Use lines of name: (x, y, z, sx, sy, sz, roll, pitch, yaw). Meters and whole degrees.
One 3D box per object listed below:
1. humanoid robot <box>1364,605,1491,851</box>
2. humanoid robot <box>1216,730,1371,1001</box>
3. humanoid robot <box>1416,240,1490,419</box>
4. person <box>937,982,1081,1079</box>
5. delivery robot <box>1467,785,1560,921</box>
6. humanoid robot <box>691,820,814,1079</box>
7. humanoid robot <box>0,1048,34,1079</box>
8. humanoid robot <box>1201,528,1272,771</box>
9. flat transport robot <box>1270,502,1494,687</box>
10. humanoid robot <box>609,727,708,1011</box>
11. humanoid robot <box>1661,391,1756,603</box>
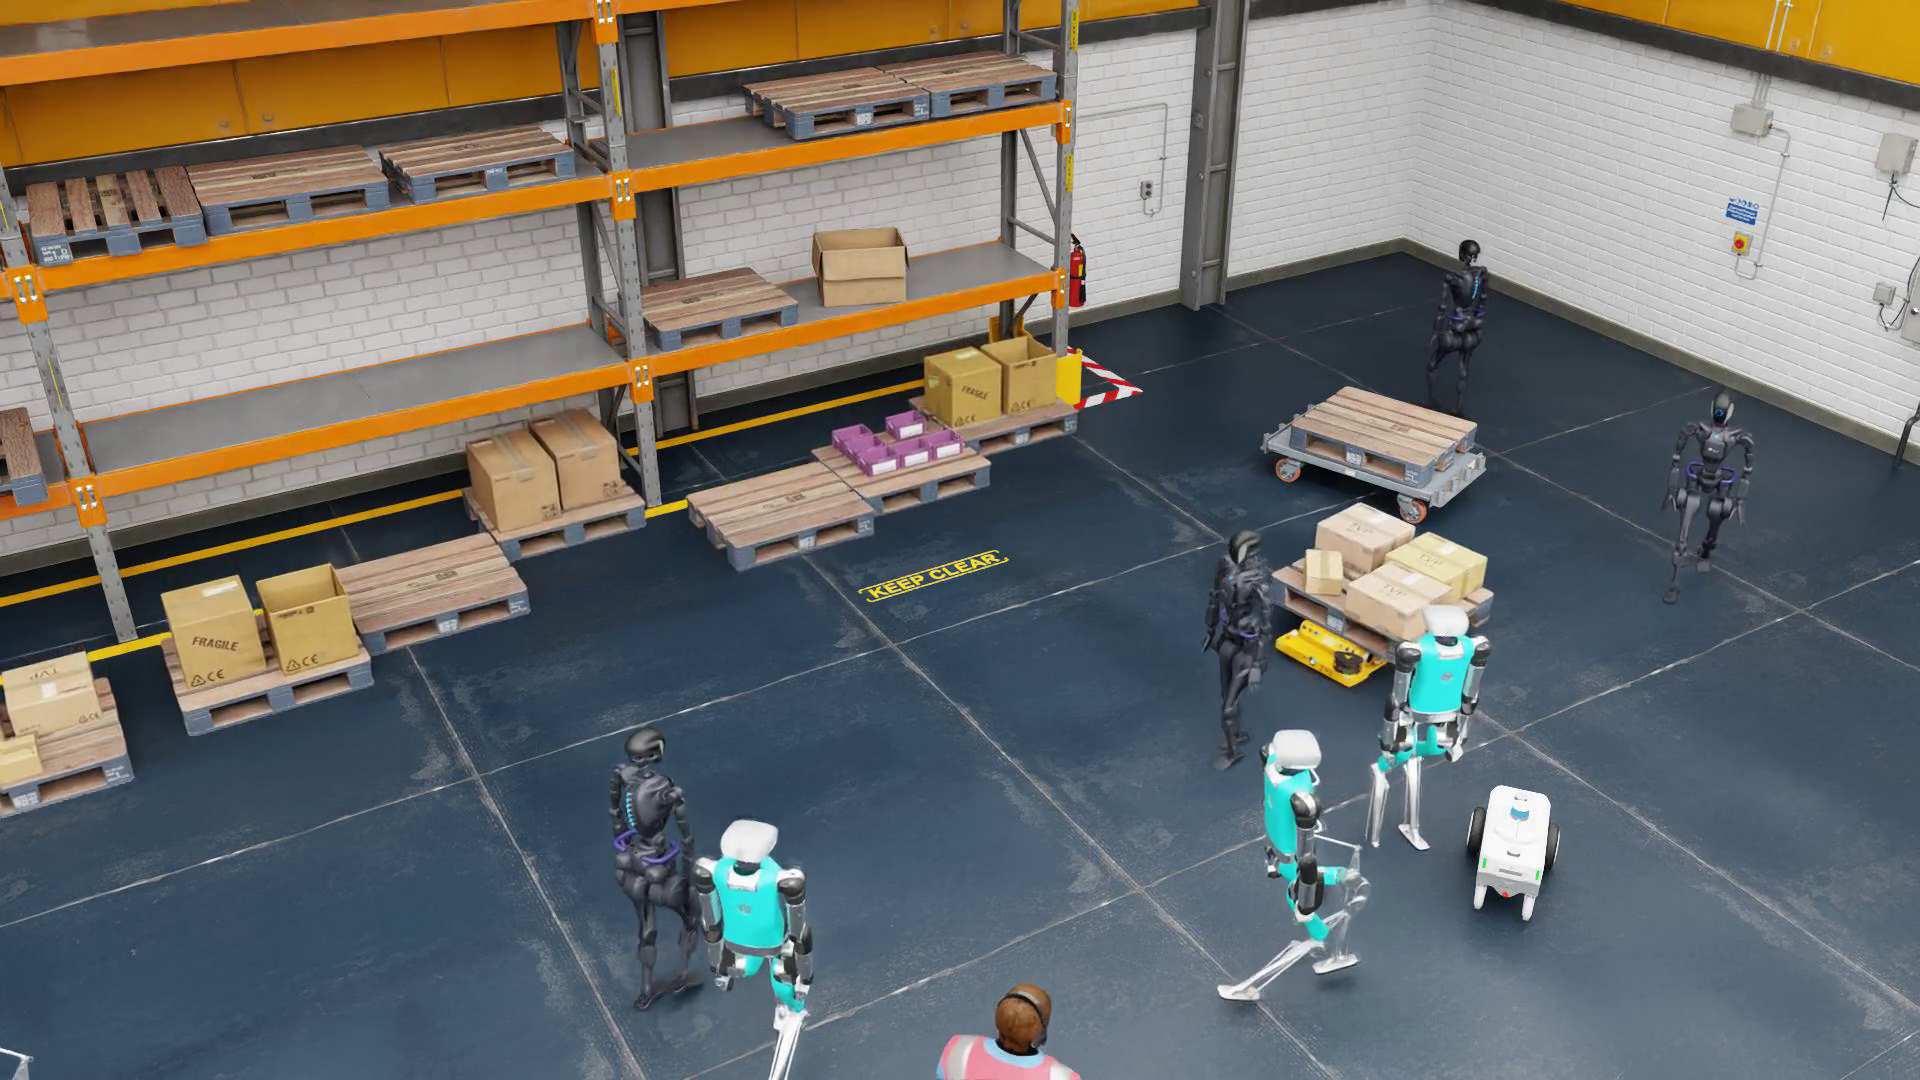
humanoid robot: (2.617, 1.054, 9.621, 0.533, 1.782, 0.698, -4, 30, -7)
humanoid robot: (1.868, 1.692, 8.524, 1.032, 1.748, 0.543, -6, 30, -11)
humanoid robot: (4.455, -1.902, 14.914, 0.603, 1.642, 0.523, -14, 32, -23)
person: (0.219, 2.565, 6.854, 0.629, 1.833, 0.434, 11, 31, 19)
delivery robot: (3.189, 1.759, 9.590, 0.499, 0.614, 0.808, 10, 31, 18)
humanoid robot: (-0.902, 1.916, 8.147, 0.530, 1.776, 1.020, 5, 30, 9)
humanoid robot: (-4.391, 2.401, 7.332, 0.732, 1.875, 0.539, -12, 32, -20)
humanoid robot: (1.711, 0.661, 10.378, 0.501, 1.645, 0.591, -15, 33, -25)
flat transport robot: (2.983, 0.592, 11.926, 1.431, 0.231, 0.659, -23, 37, -34)
humanoid robot: (-1.594, 1.702, 8.545, 0.586, 1.643, 0.406, 17, 34, 28)
humanoid robot: (5.522, -0.364, 12.258, 0.589, 1.639, 0.821, 15, 33, 25)
